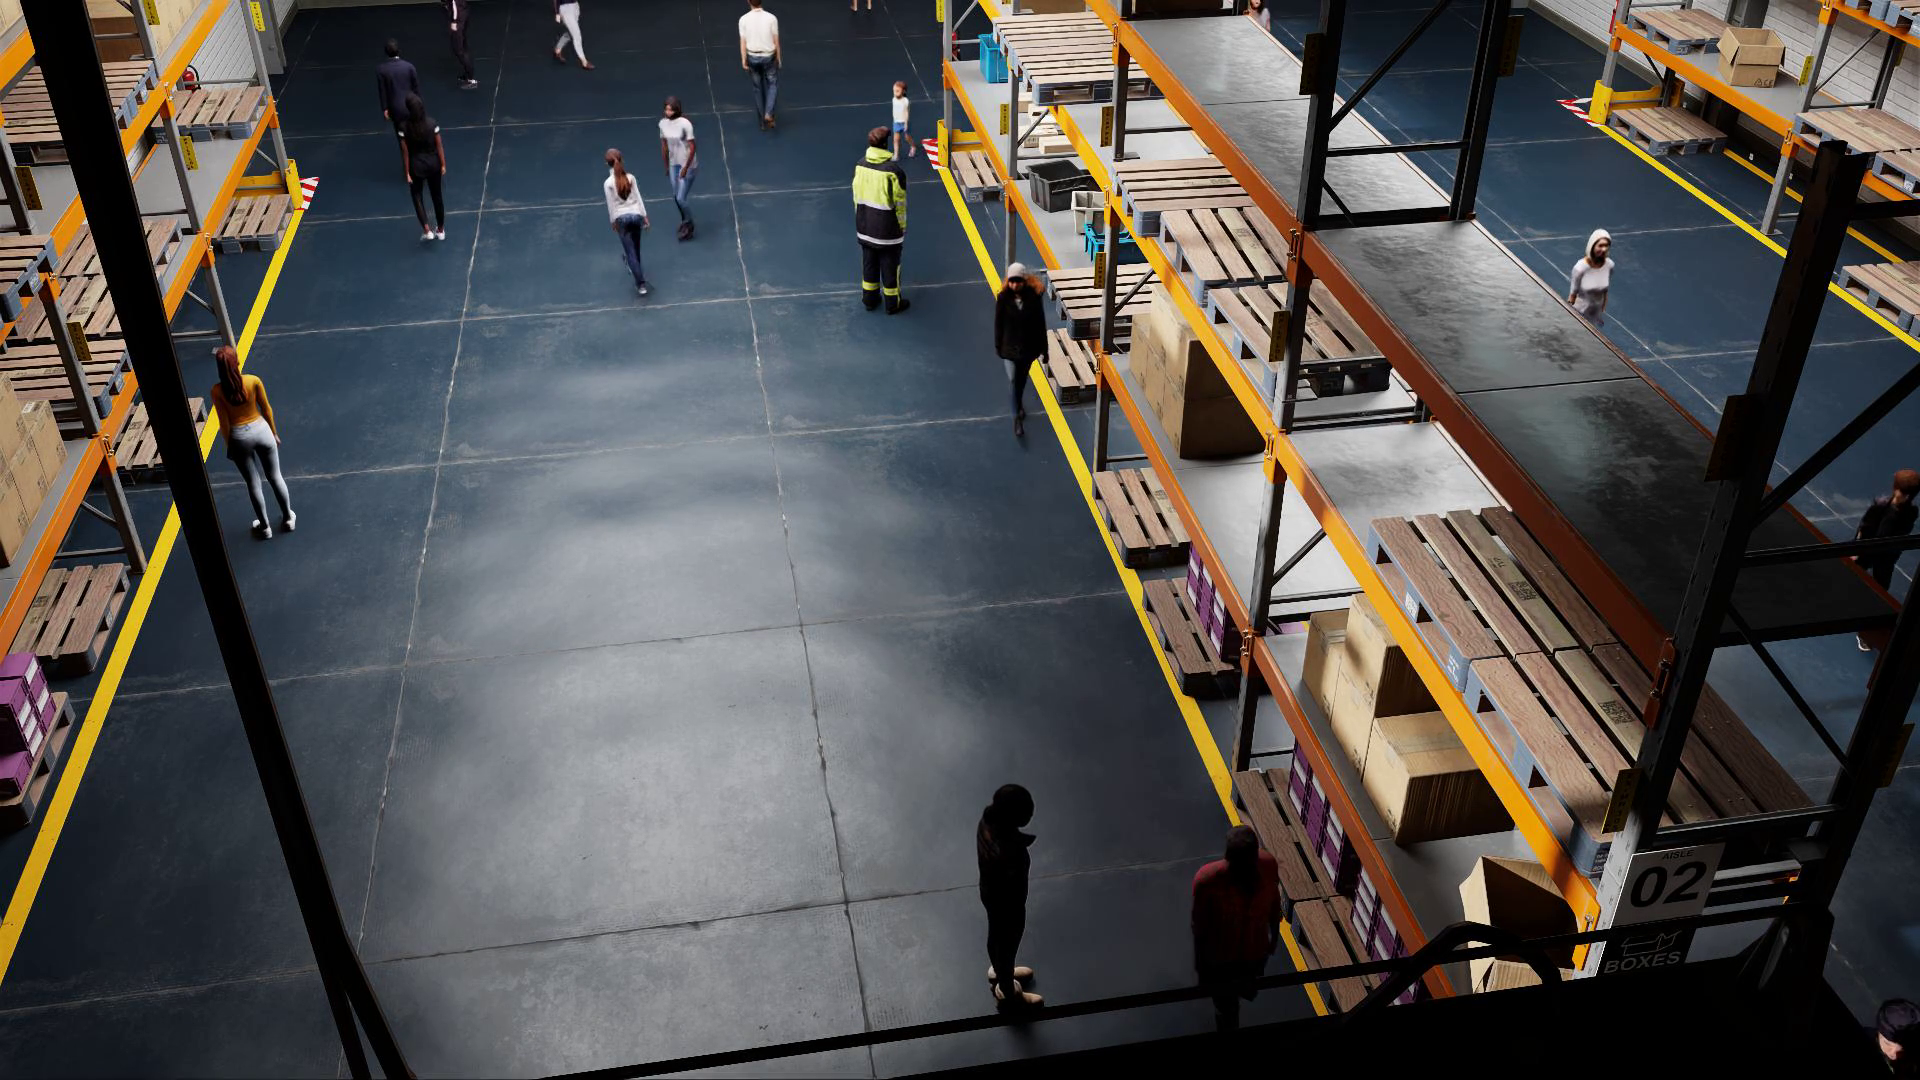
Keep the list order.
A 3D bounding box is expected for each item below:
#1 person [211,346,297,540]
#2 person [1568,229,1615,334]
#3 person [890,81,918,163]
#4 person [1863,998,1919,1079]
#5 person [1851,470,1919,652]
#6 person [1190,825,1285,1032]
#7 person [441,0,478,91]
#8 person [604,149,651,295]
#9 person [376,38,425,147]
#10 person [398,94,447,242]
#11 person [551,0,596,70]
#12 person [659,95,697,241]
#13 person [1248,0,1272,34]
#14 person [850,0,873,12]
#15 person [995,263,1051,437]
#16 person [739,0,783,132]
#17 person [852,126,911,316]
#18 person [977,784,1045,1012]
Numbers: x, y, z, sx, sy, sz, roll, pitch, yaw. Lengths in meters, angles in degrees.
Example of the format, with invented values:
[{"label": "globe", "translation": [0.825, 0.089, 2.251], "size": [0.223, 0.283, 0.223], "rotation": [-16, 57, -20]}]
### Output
[{"label": "person", "translation": [-5.814, -0.811, 13.653], "size": [0.670, 1.751, 0.682], "rotation": [-19, 38, -27]}, {"label": "person", "translation": [5.831, -2.146, 15.677], "size": [0.595, 1.735, 0.628], "rotation": [-8, 34, -11]}, {"label": "person", "translation": [-0.705, -5.323, 21.114], "size": [0.686, 1.007, 0.752], "rotation": [20, 38, 27]}, {"label": "person", "translation": [4.431, 2.826, 8.274], "size": [0.823, 1.649, 0.923], "rotation": [-2, 34, -2]}, {"label": "person", "translation": [6.934, 0.070, 12.632], "size": [0.810, 1.416, 1.055], "rotation": [8, 34, 12]}, {"label": "person", "translation": [1.457, 2.169, 9.126], "size": [0.767, 1.800, 1.016], "rotation": [-10, 35, -14]}, {"label": "person", "translation": [-7.047, -7.293, 23.341], "size": [0.852, 1.822, 0.501], "rotation": [5, 34, 7]}, {"label": "person", "translation": [-3.514, -3.350, 17.687], "size": [0.793, 1.514, 1.066], "rotation": [-15, 37, -22]}, {"label": "person", "translation": [-6.804, -5.224, 20.354], "size": [0.785, 1.683, 1.155], "rotation": [-11, 35, -16]}, {"label": "person", "translation": [-6.010, -4.159, 18.711], "size": [0.698, 1.727, 0.790], "rotation": [-13, 36, -19]}, {"label": "person", "translation": [-5.692, -7.611, 24.038], "size": [1.039, 1.580, 1.053], "rotation": [15, 37, 22]}, {"label": "person", "translation": [-3.112, -4.219, 18.837], "size": [0.820, 1.688, 0.895], "rotation": [22, 40, 30]}, {"label": "person", "translation": [3.991, -6.780, 22.789], "size": [0.735, 1.579, 0.898], "rotation": [0, 34, 0]}, {"label": "person", "translation": [-1.614, -9.277, 26.558], "size": [0.573, 1.565, 0.529], "rotation": [-8, 34, -11]}, {"label": "person", "translation": [0.544, -1.829, 15.322], "size": [0.626, 1.600, 0.947], "rotation": [-5, 34, -8]}, {"label": "person", "translation": [-2.591, -6.221, 21.714], "size": [0.731, 1.838, 0.873], "rotation": [-2, 34, -3]}, {"label": "person", "translation": [-0.828, -3.314, 17.210], "size": [0.864, 1.982, 0.900], "rotation": [18, 37, 24]}, {"label": "person", "translation": [0.238, 2.042, 9.443], "size": [0.662, 1.660, 0.592], "rotation": [8, 35, 12]}]
